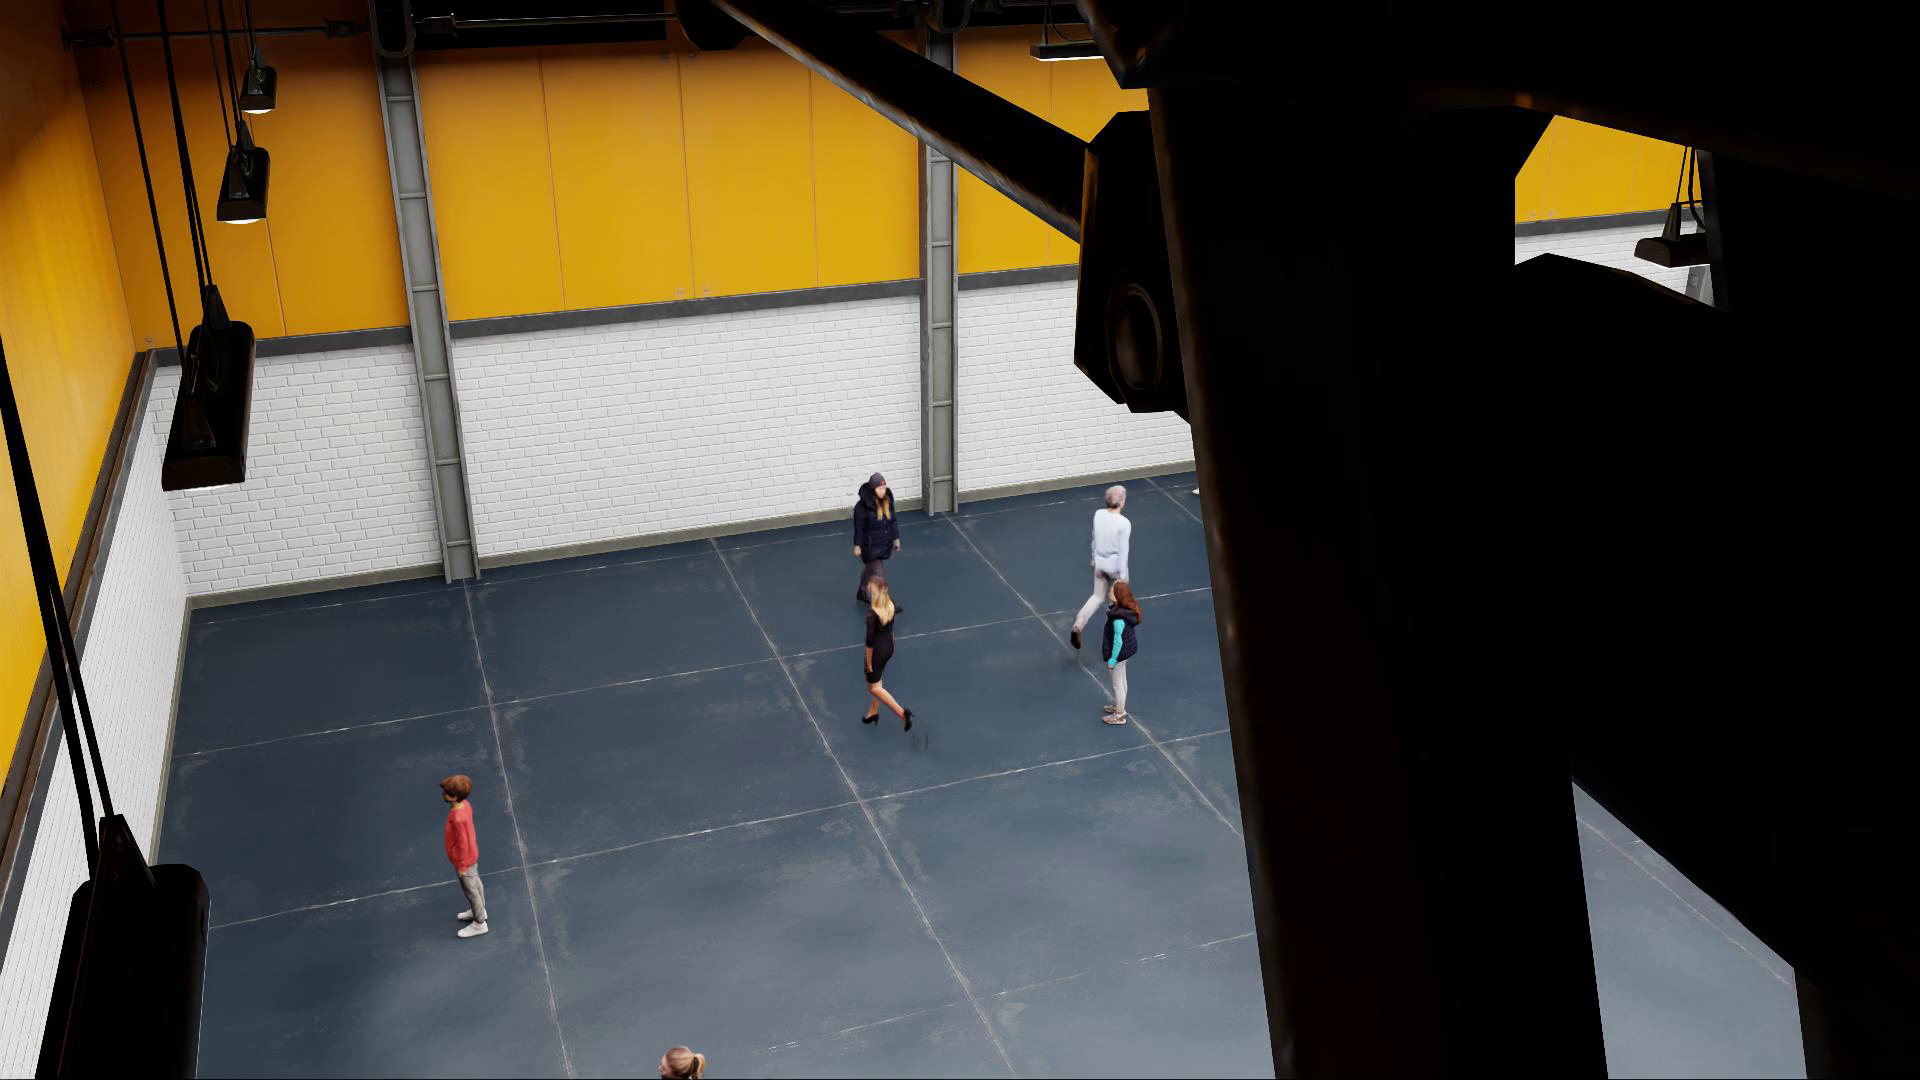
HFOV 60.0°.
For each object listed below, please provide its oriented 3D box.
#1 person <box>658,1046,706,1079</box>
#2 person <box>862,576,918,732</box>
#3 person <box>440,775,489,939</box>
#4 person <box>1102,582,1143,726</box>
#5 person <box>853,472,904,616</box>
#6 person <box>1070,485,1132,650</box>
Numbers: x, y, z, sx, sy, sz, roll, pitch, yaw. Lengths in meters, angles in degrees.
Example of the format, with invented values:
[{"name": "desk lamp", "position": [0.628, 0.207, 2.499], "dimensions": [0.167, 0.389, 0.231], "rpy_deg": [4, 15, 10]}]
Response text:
[{"name": "person", "position": [-1.615, 3.742, 10.003], "dimensions": [0.578, 1.703, 0.588], "rpy_deg": [-3, 24, -7]}, {"name": "person", "position": [-0.729, 1.139, 16.012], "dimensions": [0.959, 1.659, 0.944], "rpy_deg": [14, 27, 29]}, {"name": "person", "position": [-3.927, 2.491, 13.223], "dimensions": [0.529, 1.416, 0.548], "rpy_deg": [-4, 24, -10]}, {"name": "person", "position": [1.560, 1.093, 16.314], "dimensions": [0.725, 1.500, 0.683], "rpy_deg": [5, 24, 11]}, {"name": "person", "position": [-1.006, 0.025, 18.602], "dimensions": [1.092, 1.624, 1.004], "rpy_deg": [-21, 31, -39]}, {"name": "person", "position": [1.529, 0.340, 17.579], "dimensions": [1.201, 1.868, 0.946], "rpy_deg": [-22, 32, -40]}]
